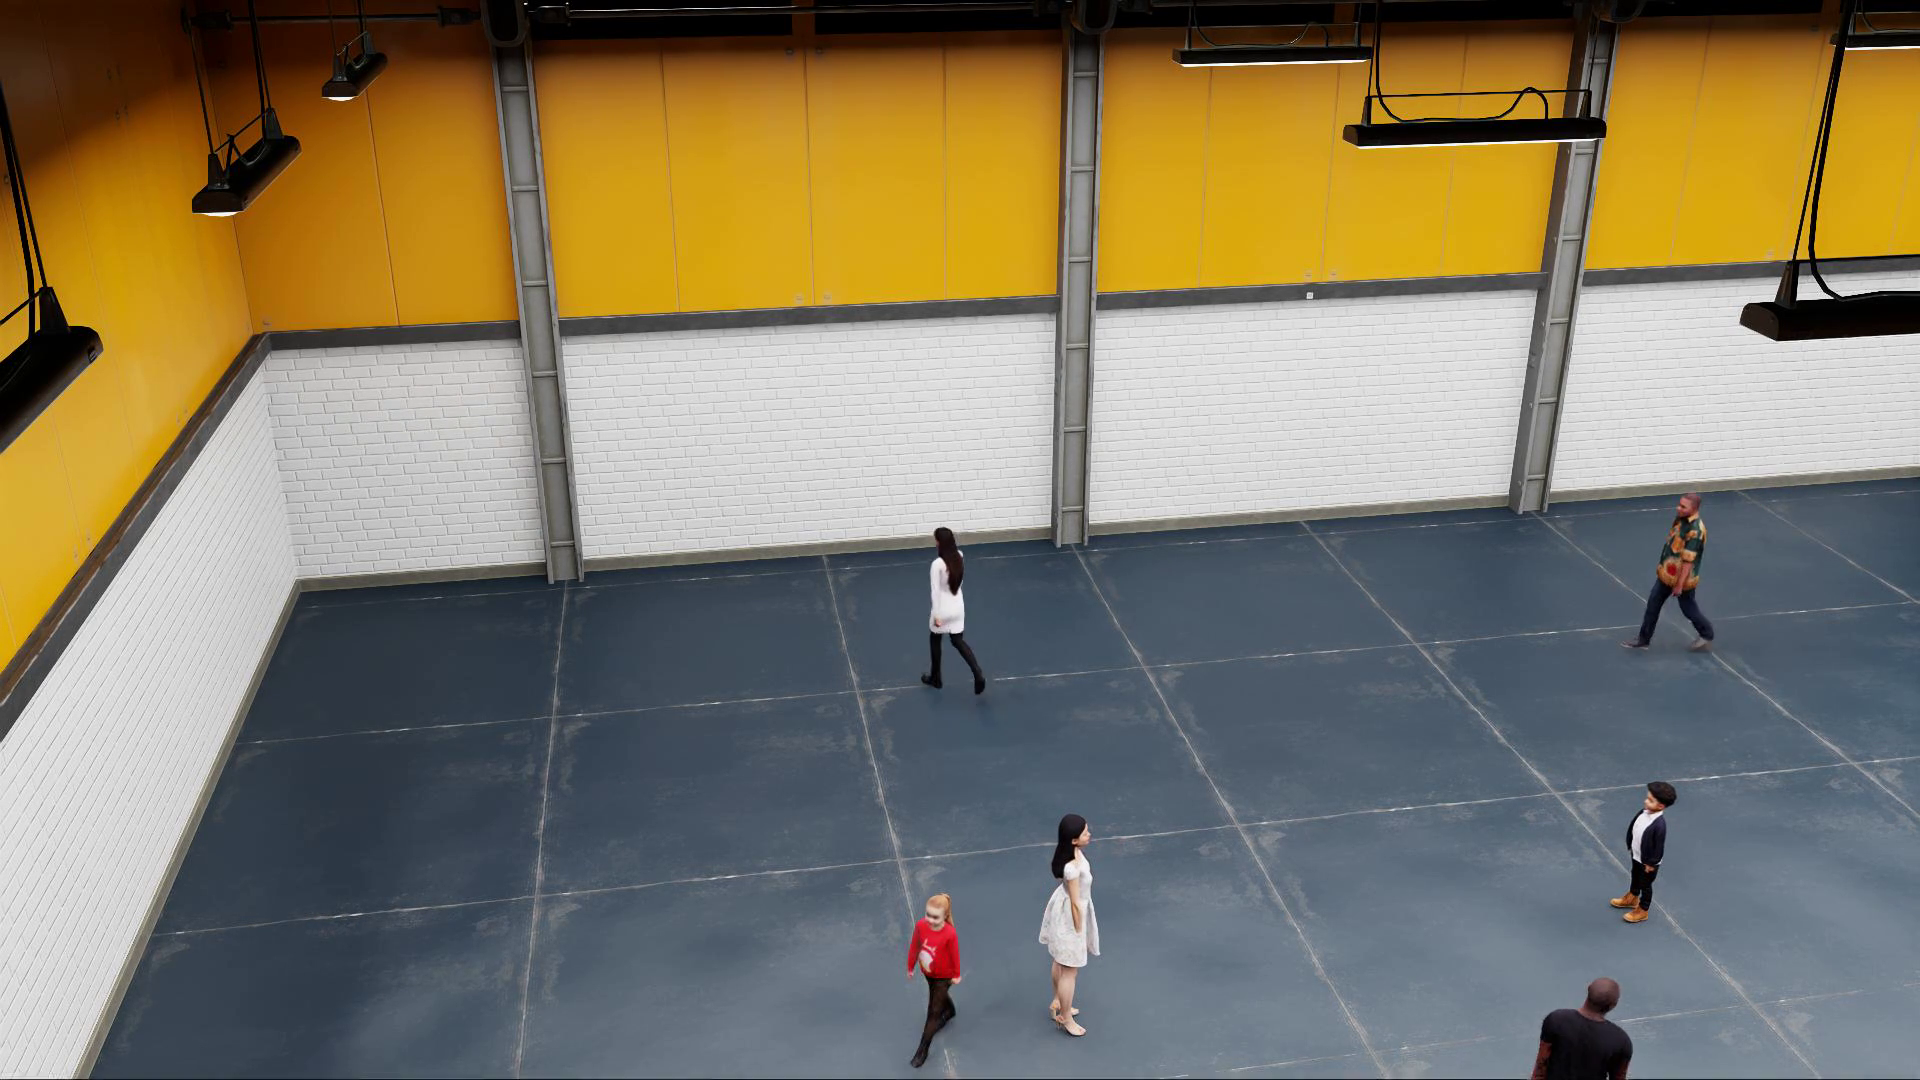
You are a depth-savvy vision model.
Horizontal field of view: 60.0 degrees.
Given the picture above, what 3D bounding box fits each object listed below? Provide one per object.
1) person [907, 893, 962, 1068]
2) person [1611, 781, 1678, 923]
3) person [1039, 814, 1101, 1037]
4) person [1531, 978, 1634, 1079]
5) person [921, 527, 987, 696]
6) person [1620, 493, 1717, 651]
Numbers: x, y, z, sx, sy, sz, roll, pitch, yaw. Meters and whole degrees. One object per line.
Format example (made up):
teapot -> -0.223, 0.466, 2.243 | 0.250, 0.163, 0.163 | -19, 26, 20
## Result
person -> -0.138, 3.035, 11.810 | 0.921, 1.244, 0.934 | 14, 27, 29
person -> 5.445, 2.449, 13.173 | 0.510, 1.226, 0.514 | -2, 24, -5
person -> 0.790, 2.726, 11.853 | 0.642, 1.775, 0.655 | -2, 24, -5
person -> 3.664, 3.496, 10.087 | 1.001, 1.779, 1.058 | 12, 26, 25
person -> -0.054, 0.732, 16.401 | 1.073, 1.785, 1.026 | -21, 31, -40
person -> 7.555, 0.366, 17.256 | 1.259, 1.772, 0.801 | -1, 24, -2
